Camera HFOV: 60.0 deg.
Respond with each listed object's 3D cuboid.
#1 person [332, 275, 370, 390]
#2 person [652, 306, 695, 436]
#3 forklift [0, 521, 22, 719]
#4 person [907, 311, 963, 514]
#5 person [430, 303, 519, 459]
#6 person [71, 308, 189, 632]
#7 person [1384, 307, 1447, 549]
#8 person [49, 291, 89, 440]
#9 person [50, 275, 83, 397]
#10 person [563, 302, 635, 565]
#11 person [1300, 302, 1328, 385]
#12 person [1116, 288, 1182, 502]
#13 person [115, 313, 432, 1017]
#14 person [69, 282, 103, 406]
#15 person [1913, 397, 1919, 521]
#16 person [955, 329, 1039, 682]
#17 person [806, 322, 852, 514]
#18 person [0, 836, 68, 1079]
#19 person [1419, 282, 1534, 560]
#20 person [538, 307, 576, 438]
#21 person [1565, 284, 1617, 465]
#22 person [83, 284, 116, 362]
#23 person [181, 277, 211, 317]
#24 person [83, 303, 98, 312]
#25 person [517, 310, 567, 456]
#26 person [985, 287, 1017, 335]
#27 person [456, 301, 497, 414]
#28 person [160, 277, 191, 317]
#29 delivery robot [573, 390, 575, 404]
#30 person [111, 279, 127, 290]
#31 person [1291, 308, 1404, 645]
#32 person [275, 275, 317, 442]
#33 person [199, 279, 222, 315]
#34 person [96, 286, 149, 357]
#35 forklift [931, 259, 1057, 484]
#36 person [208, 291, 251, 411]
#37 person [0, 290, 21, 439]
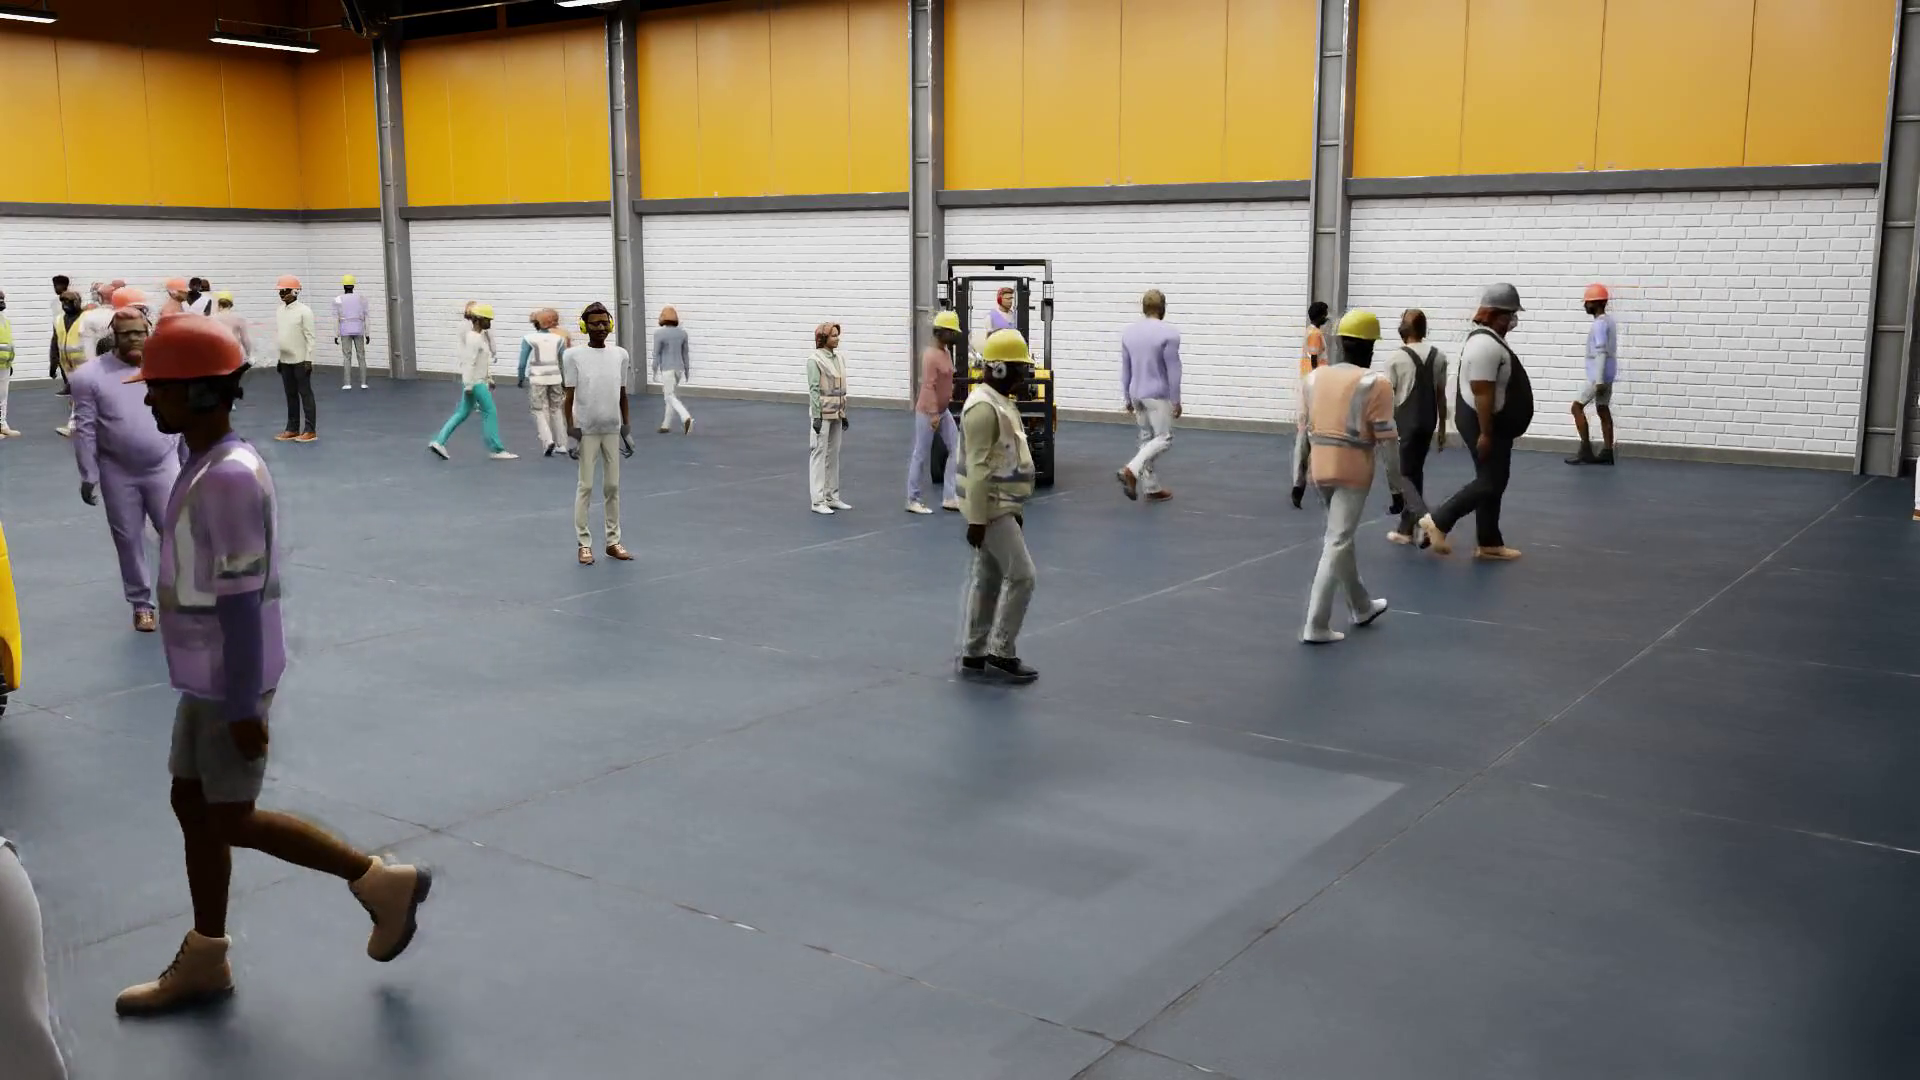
[{"bbox_3d":[-10.233,-3.491,27.979,0.590,1.930,0.359,-5,11,-27],"label":"person"},{"bbox_3d":[-3.546,-2.089,20.619,0.735,1.608,0.515,9,13,42],"label":"person"},{"bbox_3d":[-5.296,-0.090,6.943,1.214,2.155,2.313,7,12,35],"label":"forklift"},{"bbox_3d":[-0.149,-1.077,14.176,0.688,1.726,0.574,4,10,22],"label":"person"},{"bbox_3d":[-5.323,-1.714,18.036,0.893,1.714,0.529,-3,10,-15],"label":"person"},{"bbox_3d":[-4.774,-0.395,9.669,0.647,1.891,0.446,-6,11,-31],"label":"person"},{"bbox_3d":[3.426,-0.821,12.420,0.516,1.824,0.739,-3,10,-16],"label":"person"},{"bbox_3d":[-10.814,-2.128,20.284,0.658,1.790,0.950,2,10,13],"label":"person"},{"bbox_3d":[-14.244,-3.270,26.631,0.611,1.941,0.630,4,11,25],"label":"person"},{"bbox_3d":[-2.584,-0.765,11.929,0.509,1.872,0.328,-7,12,-35],"label":"person"},{"bbox_3d":[4.113,-1.922,19.353,0.317,1.693,0.535,2,10,11],"label":"person"},{"bbox_3d":[1.646,-1.257,14.703,0.693,1.922,0.641,-8,12,-39],"label":"person"},{"bbox_3d":[-2.032,0.359,4.800,0.800,2.022,0.611,-5,11,-26],"label":"person"},{"bbox_3d":[-12.276,-2.751,23.809,1.018,1.849,0.680,2,10,14],"label":"person"},{"bbox_3d":[8.174,-1.091,13.821,0.355,1.886,0.572,8,12,39],"label":"person"},{"bbox_3d":[0.250,-0.170,8.544,0.572,1.810,0.626,2,10,10],"label":"person"},{"bbox_3d":[-1.136,-1.051,14.302,0.309,1.645,0.514,5,11,26],"label":"person"},{"bbox_3d":[-1.246,0.934,1.812,0.611,1.867,0.768,-4,10,-22],"label":"person"},{"bbox_3d":[3.757,-0.851,11.932,0.674,2.000,0.686,3,10,17],"label":"person"},{"bbox_3d":[-4.847,-1.996,20.025,0.514,1.611,0.723,-9,13,-42],"label":"person"},{"bbox_3d":[6.692,-1.739,17.604,0.625,1.915,0.570,6,11,32],"label":"person"},{"bbox_3d":[-10.085,-2.103,19.860,0.646,1.884,0.732,-9,13,-44],"label":"person"},{"bbox_3d":[-13.518,-3.676,29.263,0.749,1.873,0.424,0,10,0],"label":"person"},{"bbox_3d":[-11.272,-2.296,21.788,0.631,1.603,0.531,7,12,37],"label":"person"},{"bbox_3d":[-4.608,-1.739,18.470,0.530,1.618,0.506,-8,12,-39],"label":"person"},{"bbox_3d":[0.514,-2.207,20.593,0.373,1.840,0.572,9,13,42],"label":"person"},{"bbox_3d":[-6.880,-2.599,23.672,0.505,1.594,0.823,0,10,-1],"label":"person"},{"bbox_3d":[-10.277,-2.435,21.617,0.850,1.968,0.607,-1,10,-3],"label":"person"},{"bbox_3d":[-5.209,-2.052,23.224,0.707,0.478,0.477,6,11,31],"label":"delivery robot"},{"bbox_3d":[-12.613,-2.974,25.028,0.649,1.884,0.663,-6,11,-31],"label":"person"},{"bbox_3d":[2.271,-0.366,9.507,0.941,1.881,0.611,-7,12,-36],"label":"person"},{"bbox_3d":[-7.976,-2.170,19.923,0.609,1.995,0.378,5,11,29],"label":"person"},{"bbox_3d":[-13.638,-3.801,30.156,0.477,1.826,0.693,7,12,36],"label":"person"},{"bbox_3d":[-6.272,-0.966,12.836,0.835,1.974,0.632,8,12,40],"label":"person"},{"bbox_3d":[0.370,-1.738,16.759,1.214,2.155,2.313,1,10,3],"label":"forklift"},{"bbox_3d":[-10.596,-2.738,24.125,0.548,1.710,0.926,-2,10,-13],"label":"person"},{"bbox_3d":[-11.748,-2.140,20.272,0.431,1.832,0.642,0,10,-2],"label":"person"}]
